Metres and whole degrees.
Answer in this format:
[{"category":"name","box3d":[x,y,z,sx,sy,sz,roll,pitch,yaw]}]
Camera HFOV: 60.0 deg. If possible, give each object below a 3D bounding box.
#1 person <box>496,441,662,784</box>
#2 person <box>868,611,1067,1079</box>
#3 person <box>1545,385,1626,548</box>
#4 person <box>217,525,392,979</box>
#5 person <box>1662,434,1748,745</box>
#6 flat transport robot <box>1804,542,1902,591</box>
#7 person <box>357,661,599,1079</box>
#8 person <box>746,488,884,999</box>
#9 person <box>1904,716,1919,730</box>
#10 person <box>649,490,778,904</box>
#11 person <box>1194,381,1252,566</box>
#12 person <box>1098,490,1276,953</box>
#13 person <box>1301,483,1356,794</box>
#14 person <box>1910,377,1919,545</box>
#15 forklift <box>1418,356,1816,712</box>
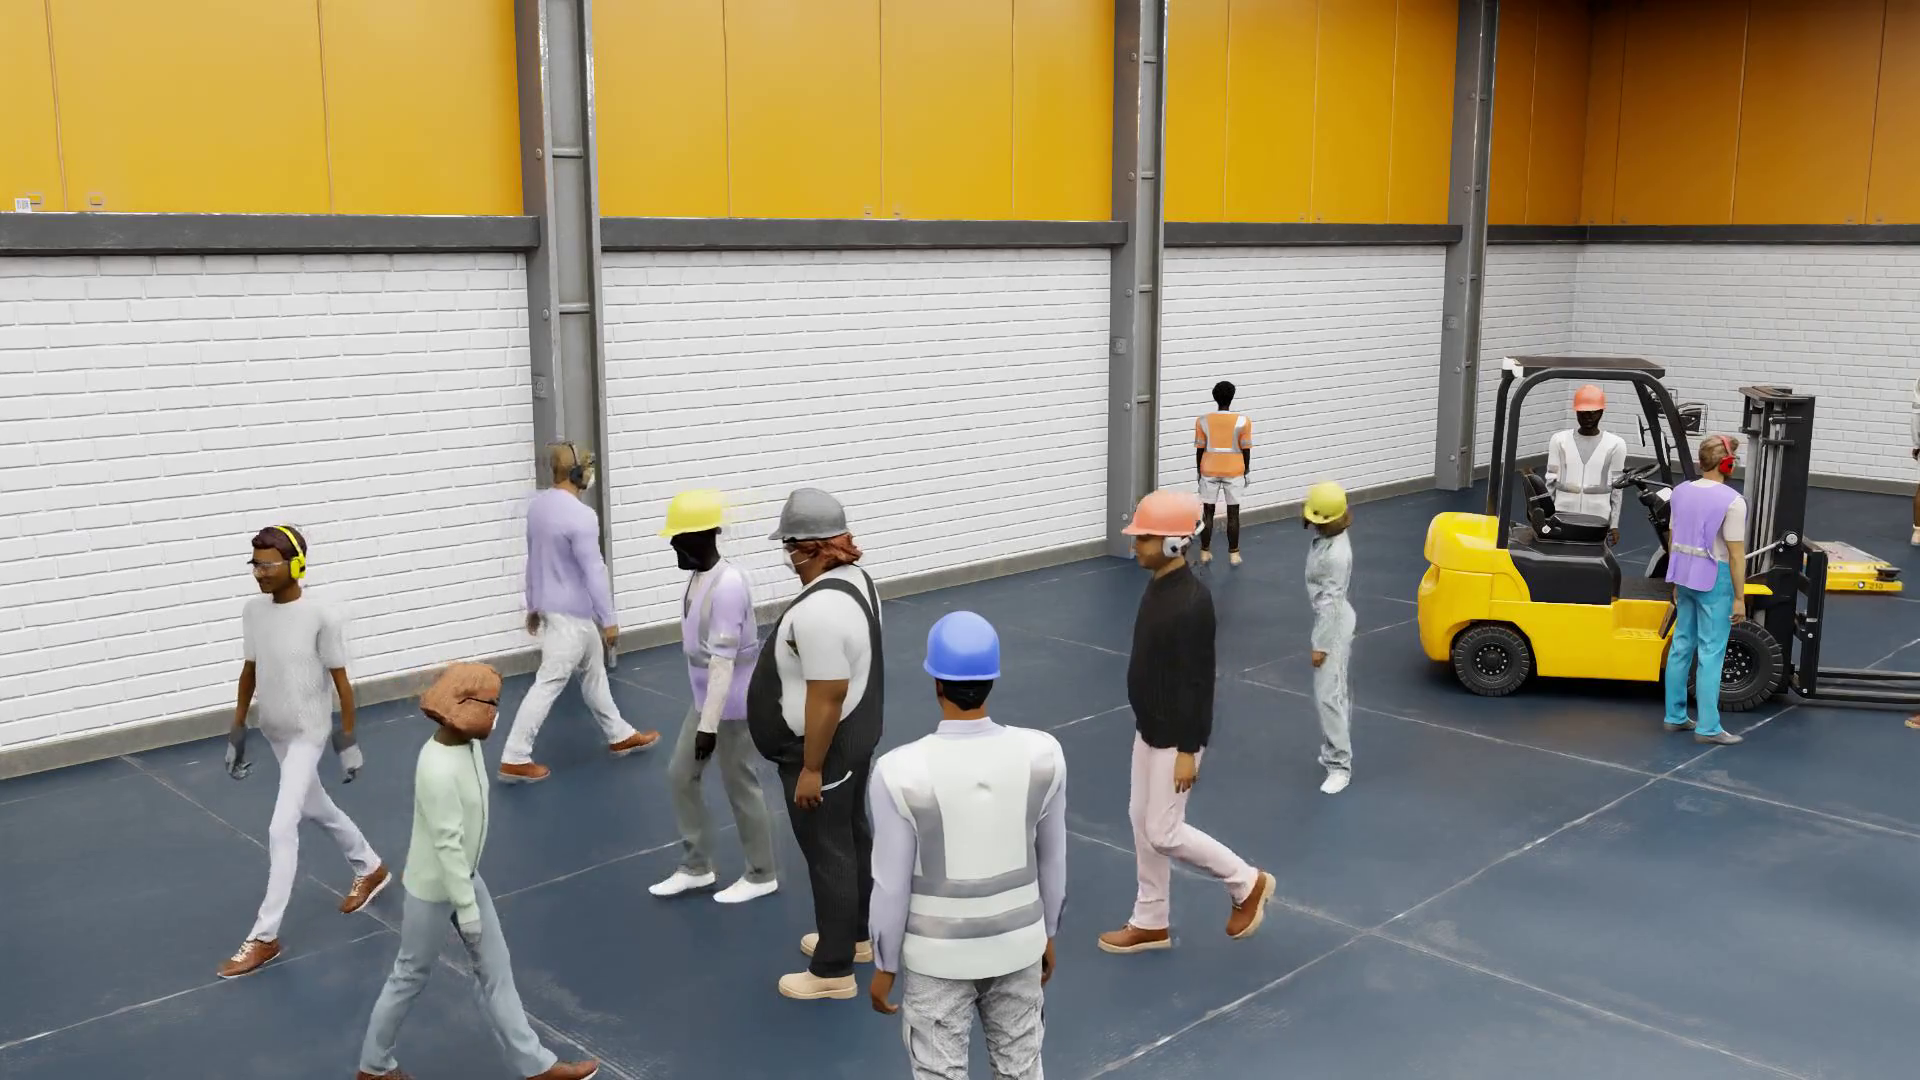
[{"category":"person","box3d":[-2.177,0.389,9.259,1.040,1.885,0.653,-8,13,-36]},{"category":"person","box3d":[0.023,1.167,4.830,0.603,1.949,0.397,-4,11,-19]},{"category":"person","box3d":[4.529,-0.164,12.115,0.543,1.939,0.360,4,11,23]},{"category":"person","box3d":[-2.824,0.821,7.087,0.534,1.826,0.995,5,12,26]},{"category":"person","box3d":[4.417,0.292,9.875,0.389,1.848,0.567,-4,11,-19]},{"category":"flat transport robot","box3d":[7.649,0.207,14.645,0.652,0.197,1.431,1,10,7]},{"category":"person","box3d":[-1.725,1.184,5.730,0.853,1.579,0.513,0,10,2]},{"category":"person","box3d":[-0.578,0.792,6.623,0.536,2.000,0.688,2,11,9]},{"category":"person","box3d":[6.383,0.236,10.040,1.062,1.921,0.623,-1,10,-4]},{"category":"person","box3d":[-1.145,0.719,7.399,0.707,1.897,0.615,-5,12,-25]},{"category":"person","box3d":[2.399,-0.607,15.214,0.531,1.694,0.320,4,11,19]},{"category":"person","box3d":[0.944,0.773,6.889,0.636,1.980,0.618,-2,11,-12]},{"category":"person","box3d":[2.012,0.499,9.161,0.330,1.699,0.642,1,10,7]},{"category":"person","box3d":[9.485,-0.931,16.033,0.381,2.039,0.606,-7,13,-34]},{"category":"forklift","box3d":[4.276,-0.101,11.076,2.313,2.155,1.214,2,11,13]}]
